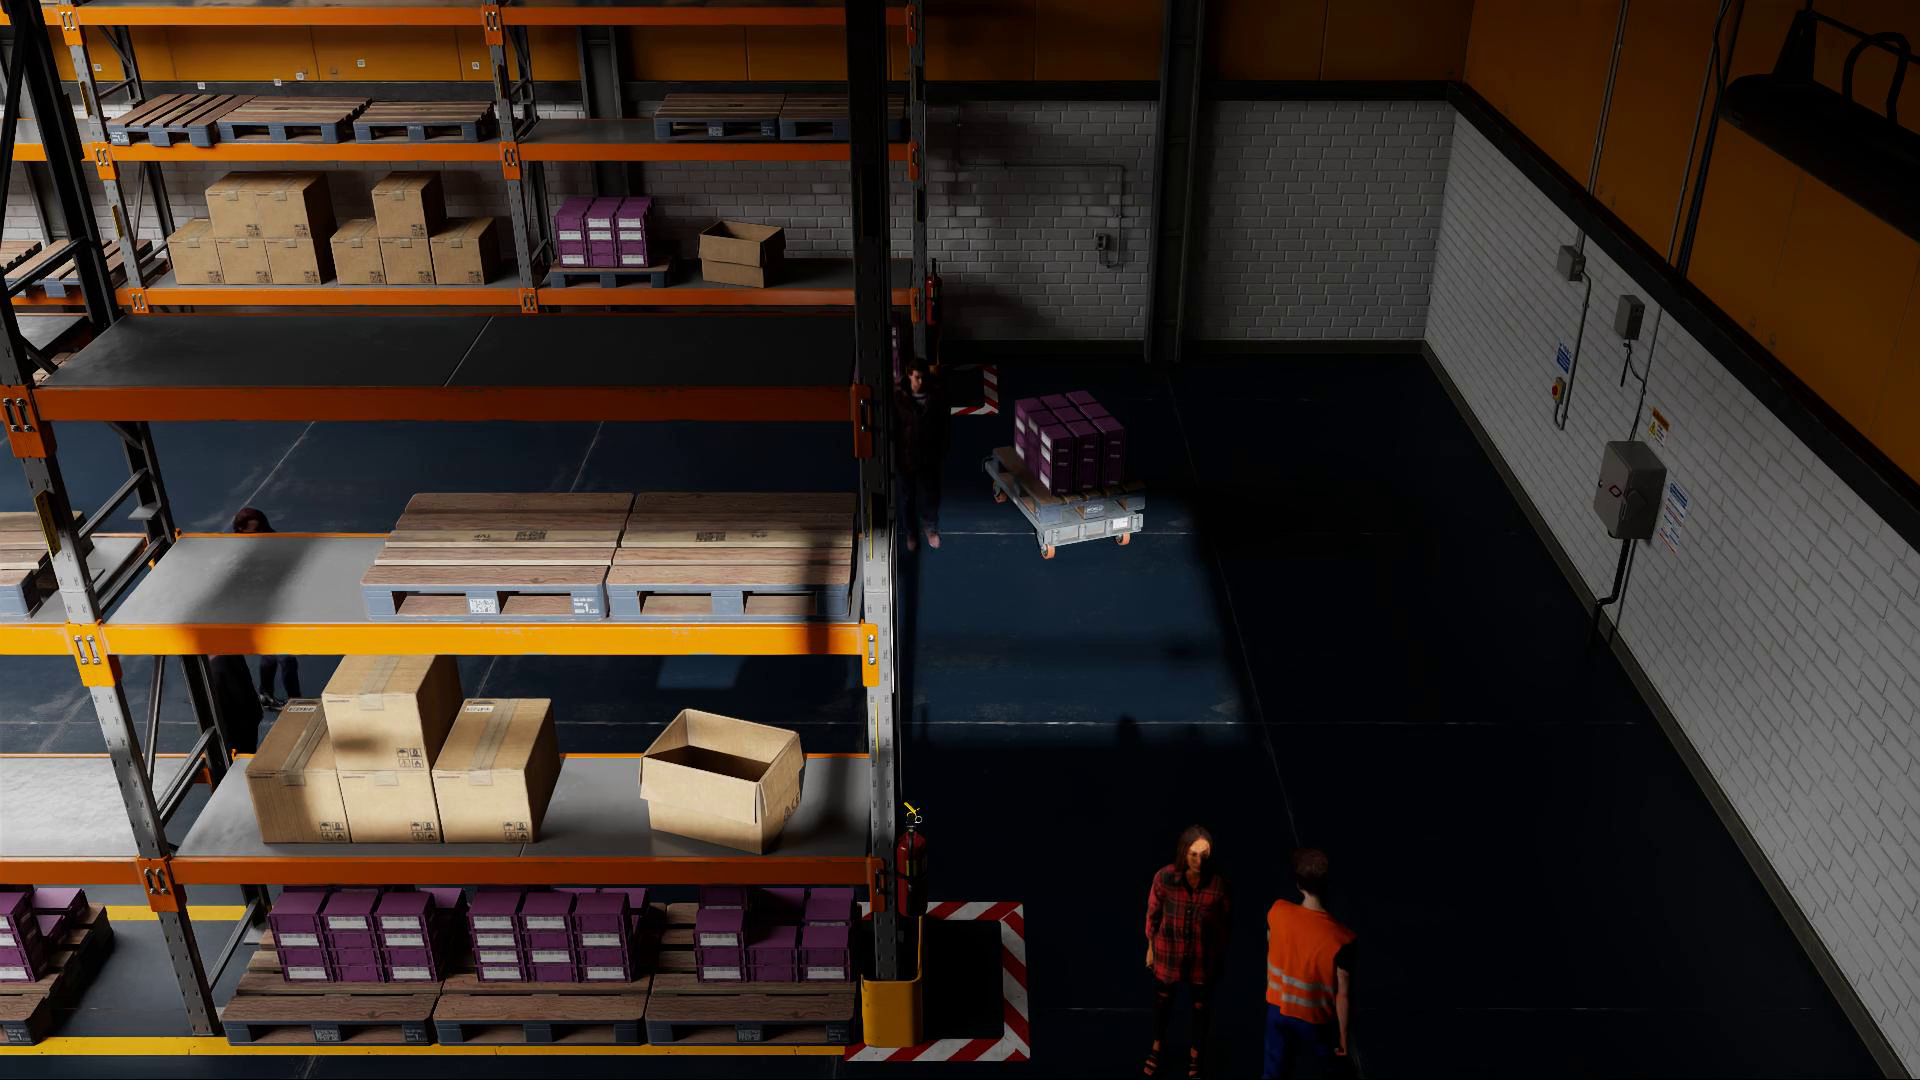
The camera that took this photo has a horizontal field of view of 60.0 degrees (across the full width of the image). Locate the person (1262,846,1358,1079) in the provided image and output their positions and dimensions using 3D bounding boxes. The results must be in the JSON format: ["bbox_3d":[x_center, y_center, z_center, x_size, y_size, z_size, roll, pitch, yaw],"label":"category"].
[{"bbox_3d":[1.709,2.478,8.565,1.199,1.823,1.141,20,35,32],"label":"person"}]

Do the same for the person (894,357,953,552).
[{"bbox_3d":[-0.396,-0.786,14.539,0.668,1.832,0.850,-3,29,-6],"label":"person"}]

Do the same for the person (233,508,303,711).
[{"bbox_3d":[-5.162,0.533,12.212,0.971,1.744,0.771,7,29,12],"label":"person"}]

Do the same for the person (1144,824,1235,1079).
[{"bbox_3d":[1.243,2.262,9.089,0.575,1.700,0.731,7,29,13],"label":"person"}]
